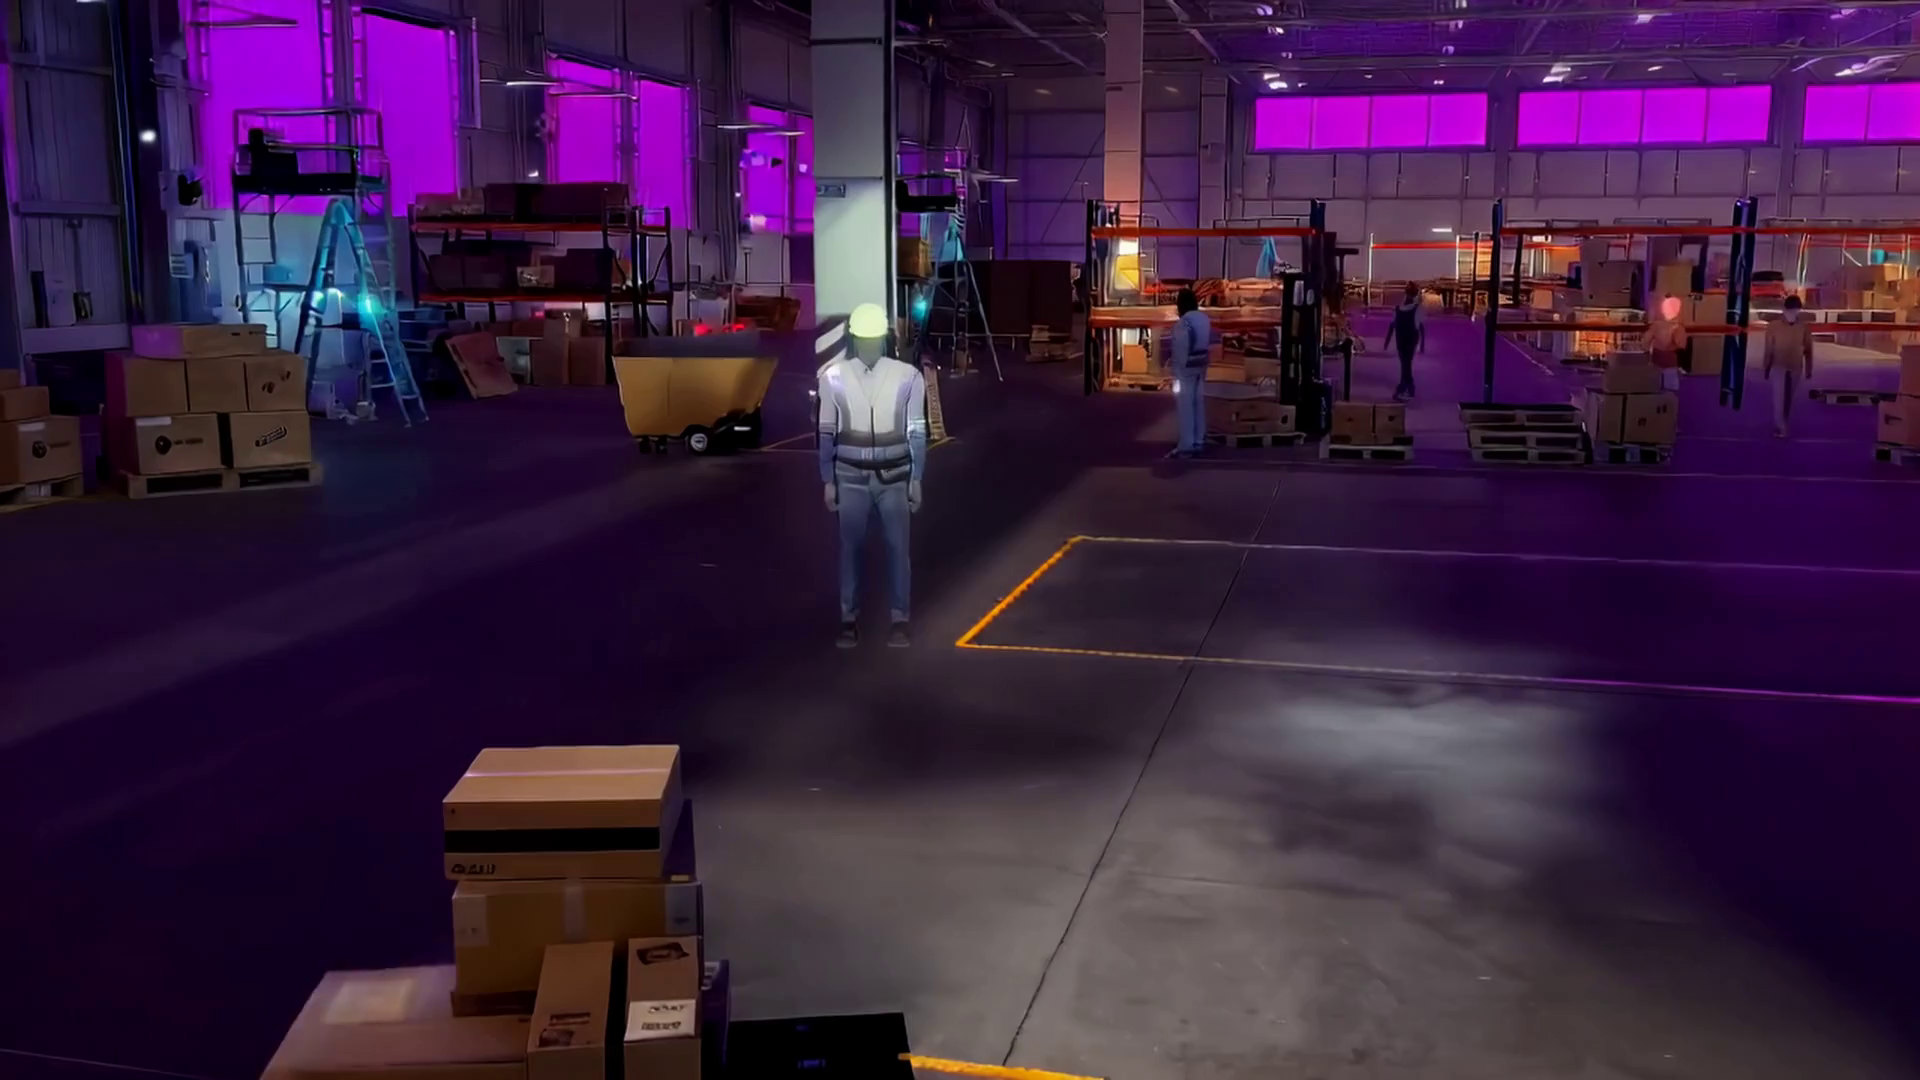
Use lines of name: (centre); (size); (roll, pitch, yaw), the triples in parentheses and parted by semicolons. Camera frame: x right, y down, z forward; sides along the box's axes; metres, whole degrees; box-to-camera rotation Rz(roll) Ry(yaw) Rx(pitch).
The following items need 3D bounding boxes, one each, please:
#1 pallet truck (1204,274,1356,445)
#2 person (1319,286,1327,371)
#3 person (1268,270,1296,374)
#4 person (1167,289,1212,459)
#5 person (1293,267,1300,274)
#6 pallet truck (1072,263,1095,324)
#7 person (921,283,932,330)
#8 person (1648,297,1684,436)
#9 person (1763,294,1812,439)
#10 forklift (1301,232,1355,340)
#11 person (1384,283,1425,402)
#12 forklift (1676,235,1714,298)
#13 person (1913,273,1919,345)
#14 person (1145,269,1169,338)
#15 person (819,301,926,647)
pallet truck: (3.653, -2.138, 19.590); (1.885, 1.965, 0.823); (-4, 10, -20)
person: (6.854, -4.116, 32.004); (0.485, 1.737, 0.320); (-3, 10, -19)
person: (6.070, -4.081, 31.201); (0.372, 1.940, 0.632); (-3, 10, -19)
person: (2.466, -1.798, 18.043); (0.429, 1.841, 0.634); (7, 12, 36)
person: (10.627, -7.729, 52.833); (0.355, 1.887, 0.573); (-4, 11, -25)
pallet truck: (4.325, -8.180, 55.162); (0.823, 1.965, 1.885); (6, 11, 31)
person: (-0.908, -7.311, 50.255); (0.545, 1.929, 0.391); (-7, 12, -34)
person: (8.632, -2.114, 20.326); (0.320, 1.697, 0.531); (-4, 10, -23)
person: (10.029, -2.115, 20.205); (0.524, 1.738, 0.796); (3, 10, 16)
forklift: (9.261, -6.579, 43.143); (1.873, 2.768, 1.129); (-7, 12, -36)
person: (6.735, -2.986, 25.206); (0.522, 1.790, 0.990); (9, 13, 41)
forklift: (21.643, -7.642, 49.401); (1.129, 2.768, 1.873); (1, 10, 6)
person: (18.186, -4.098, 31.427); (0.407, 1.905, 0.608); (3, 10, 16)
person: (5.130, -6.355, 44.784); (1.034, 1.887, 0.650); (-4, 11, -24)
person: (-0.489, -0.354, 9.278); (0.601, 1.940, 0.415); (0, 10, -1)
